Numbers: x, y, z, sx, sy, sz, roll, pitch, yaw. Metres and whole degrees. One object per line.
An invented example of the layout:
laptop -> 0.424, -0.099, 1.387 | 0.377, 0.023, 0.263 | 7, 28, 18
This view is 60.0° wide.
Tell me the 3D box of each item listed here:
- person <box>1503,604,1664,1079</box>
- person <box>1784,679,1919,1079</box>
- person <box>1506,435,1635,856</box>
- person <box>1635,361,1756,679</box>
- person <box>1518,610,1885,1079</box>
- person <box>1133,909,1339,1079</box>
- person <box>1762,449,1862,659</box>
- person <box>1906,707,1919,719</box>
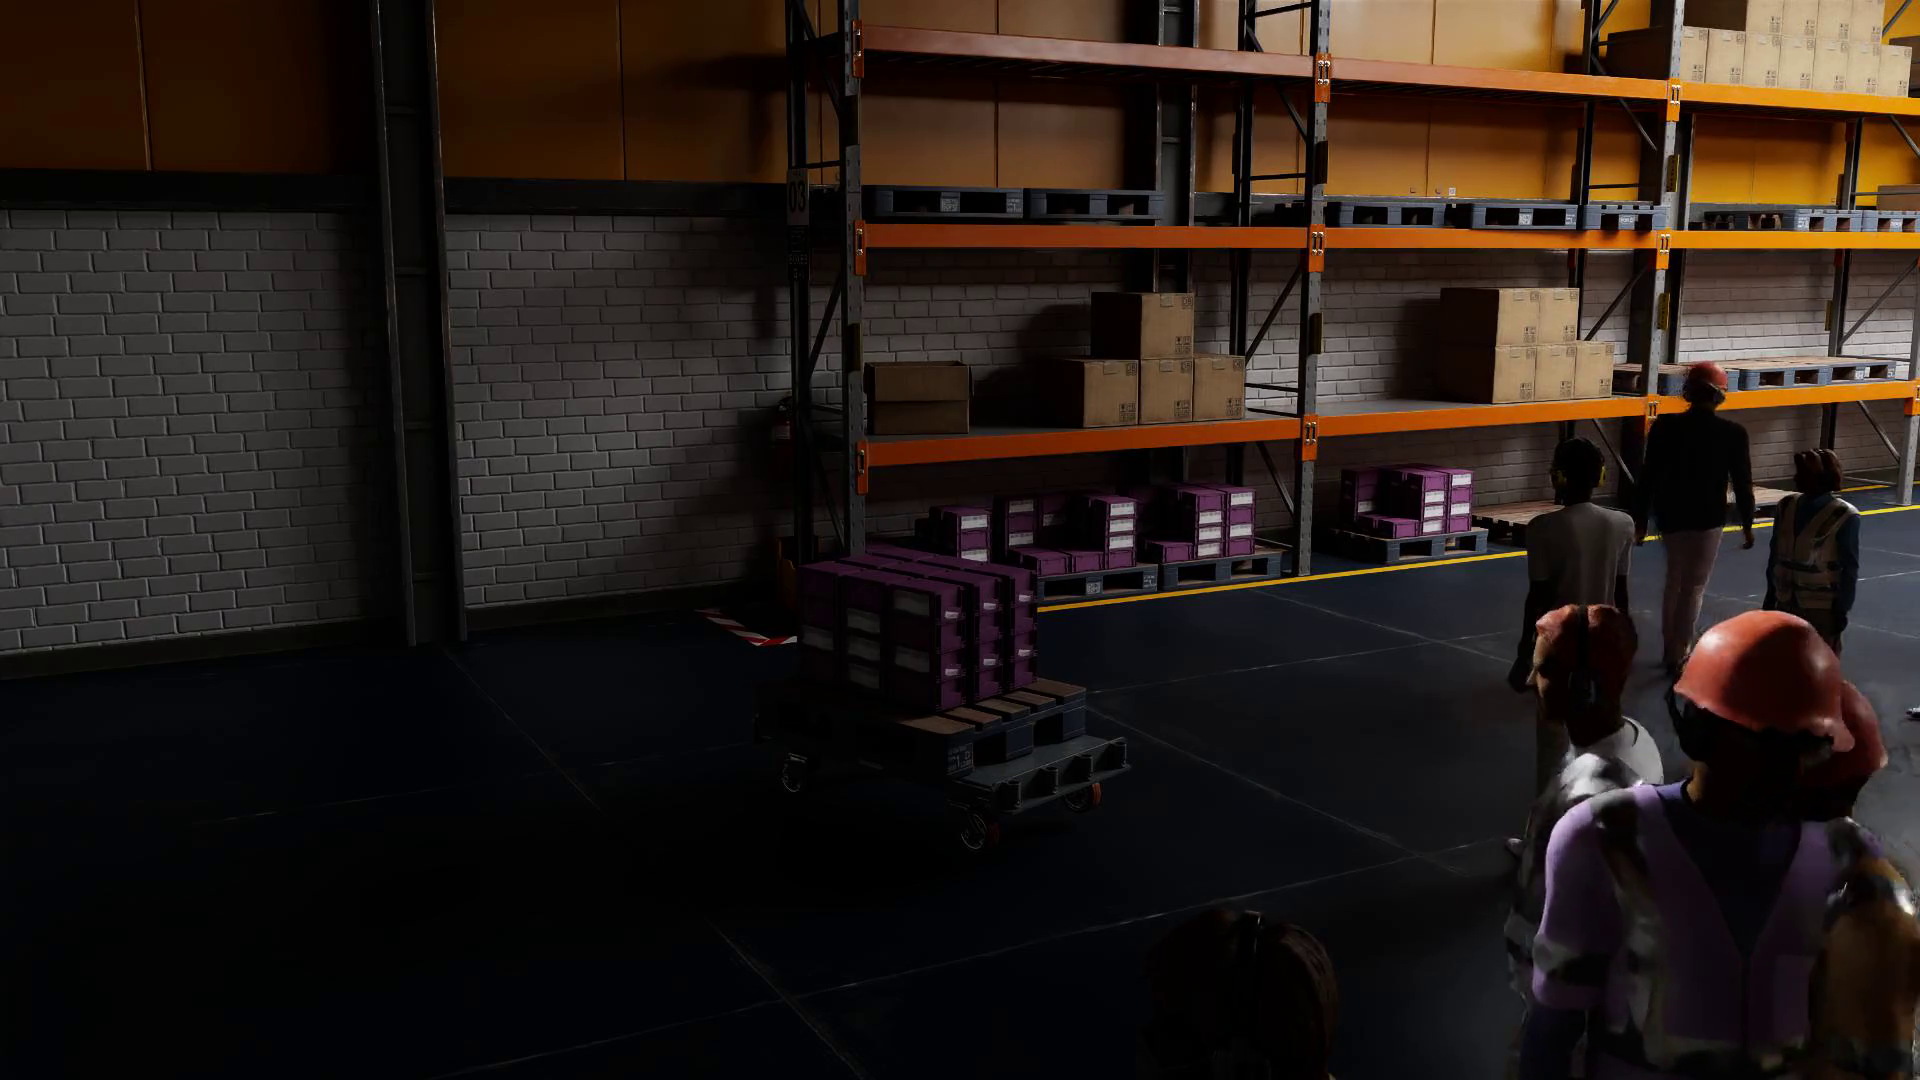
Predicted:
person -> 1.488, 1.059, 3.849 | 0.669, 1.868, 0.609 | 5, 11, 26
person -> 1.641, 1.162, 3.147 | 0.605, 1.915, 0.574 | 2, 10, 13
person -> 2.622, 0.482, 7.169 | 0.511, 1.869, 0.329 | -2, 10, -11
person -> 4.631, -0.130, 10.407 | 0.751, 1.962, 0.648 | -8, 13, -40
person -> 1.346, 1.118, 3.042 | 0.653, 2.028, 0.532 | 0, 10, -1
person -> 0.344, 1.362, 2.173 | 0.428, 1.843, 0.633 | 1, 10, 7
person -> 4.432, 0.333, 8.690 | 0.313, 1.637, 0.513 | -4, 11, -21
person -> 5.840, 0.254, 9.262 | 0.856, 1.592, 0.532 | 0, 10, -2
